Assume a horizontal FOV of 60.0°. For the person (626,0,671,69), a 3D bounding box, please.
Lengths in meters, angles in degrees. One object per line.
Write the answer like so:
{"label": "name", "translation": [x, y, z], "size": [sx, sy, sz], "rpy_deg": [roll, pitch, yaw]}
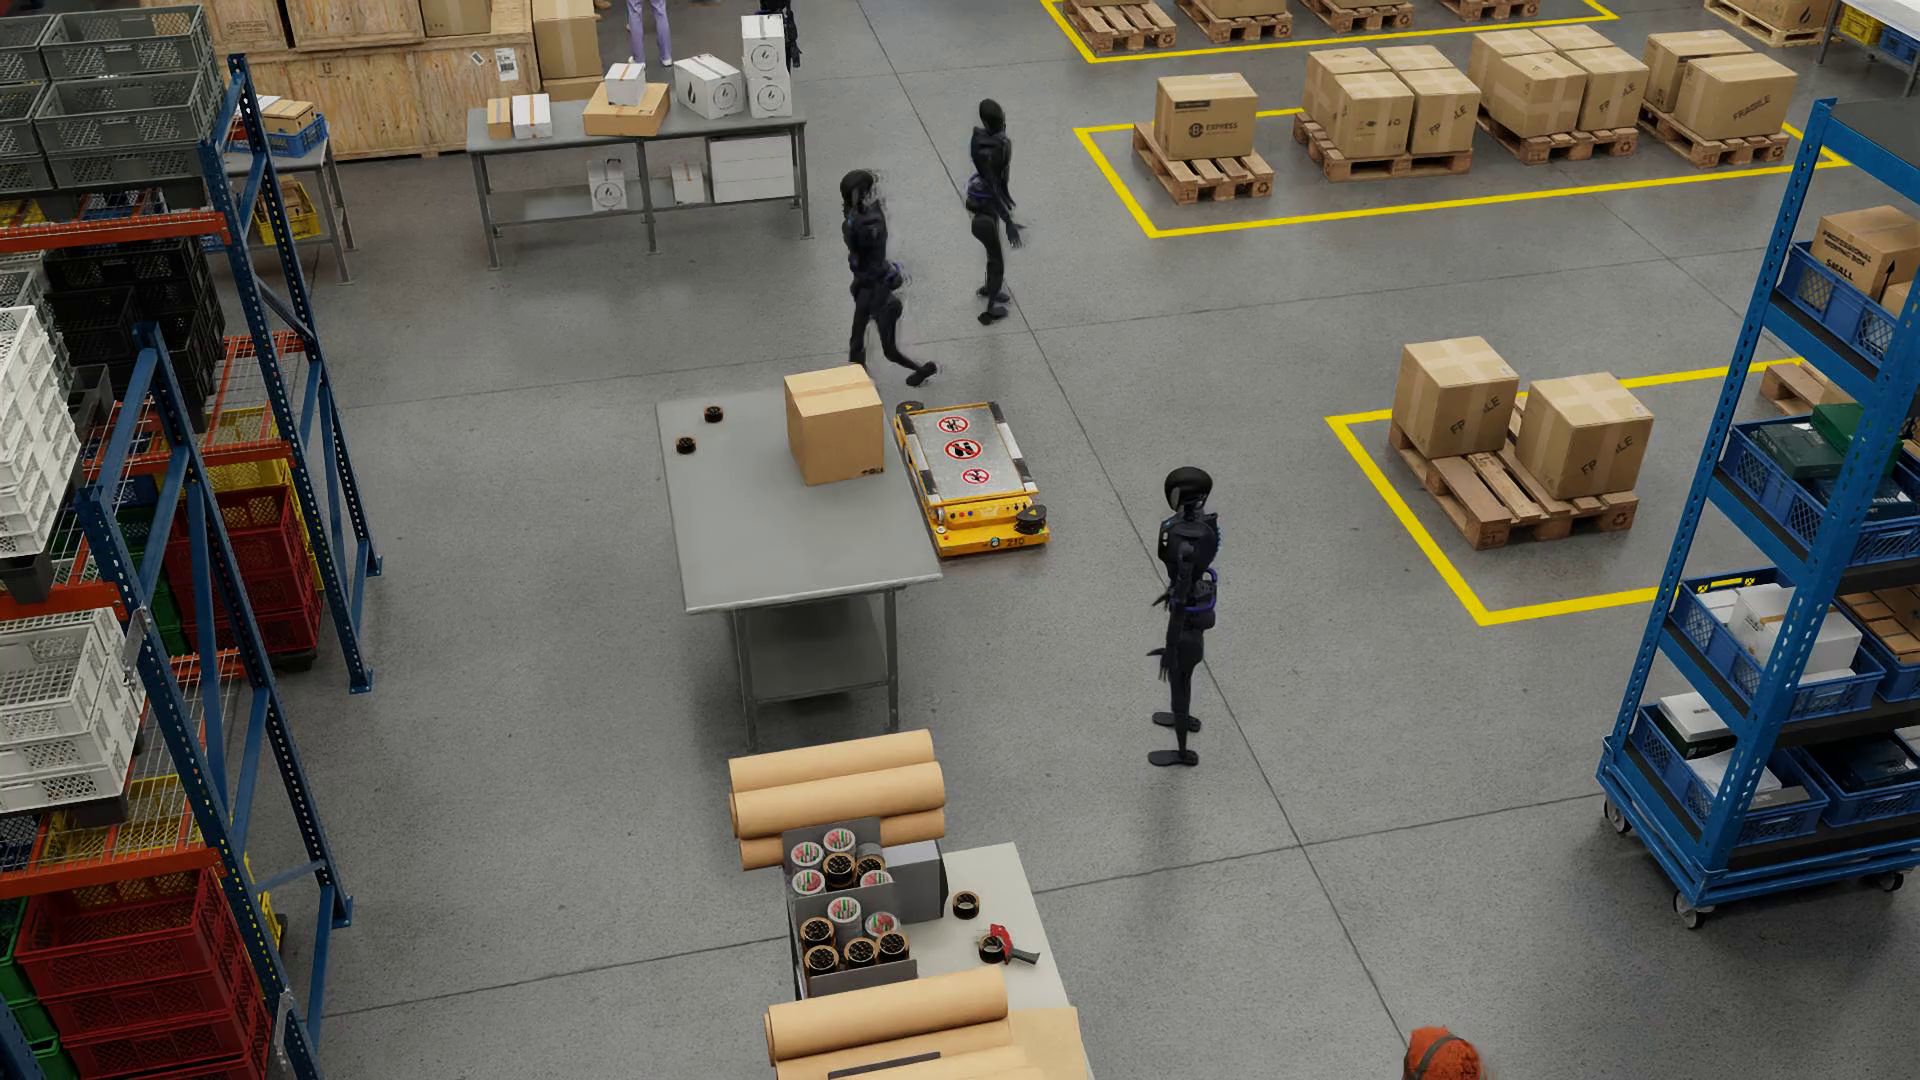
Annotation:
{"label": "person", "translation": [-2.946, -5.316, 15.320], "size": [0.586, 1.918, 0.399], "rpy_deg": [-12, 38, -16]}

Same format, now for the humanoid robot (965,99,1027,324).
{"label": "humanoid robot", "translation": [0.259, -2.308, 11.495], "size": [0.419, 1.621, 0.613], "rpy_deg": [4, 37, 6]}

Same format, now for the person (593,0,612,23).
{"label": "person", "translation": [-3.731, -6.186, 16.386], "size": [0.537, 2.000, 0.680], "rpy_deg": [5, 37, 7]}

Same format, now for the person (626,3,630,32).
{"label": "person", "translation": [-3.146, -5.802, 16.096], "size": [0.531, 1.766, 0.323], "rpy_deg": [-9, 38, -12]}

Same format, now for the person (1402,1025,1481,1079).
{"label": "person", "translation": [1.453, 2.249, 5.204], "size": [0.631, 1.847, 0.601], "rpy_deg": [24, 43, 28]}

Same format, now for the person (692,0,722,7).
{"label": "person", "translation": [-2.747, -6.276, 16.565], "size": [0.540, 1.969, 0.638], "rpy_deg": [-2, 37, -3]}

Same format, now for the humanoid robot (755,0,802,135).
{"label": "humanoid robot", "translation": [-1.546, -4.295, 14.135], "size": [0.313, 1.656, 0.614], "rpy_deg": [-20, 41, -24]}

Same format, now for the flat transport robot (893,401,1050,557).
{"label": "flat transport robot", "translation": [0.046, -0.430, 10.108], "size": [0.652, 0.197, 1.431], "rpy_deg": [-8, 37, -10]}

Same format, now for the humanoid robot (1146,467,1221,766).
{"label": "humanoid robot", "translation": [1.057, 0.353, 7.897], "size": [0.318, 1.652, 0.575], "rpy_deg": [5, 37, 7]}

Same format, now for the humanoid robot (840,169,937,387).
{"label": "humanoid robot", "translation": [-0.477, -1.626, 10.568], "size": [0.624, 1.627, 0.585], "rpy_deg": [-24, 43, -28]}
